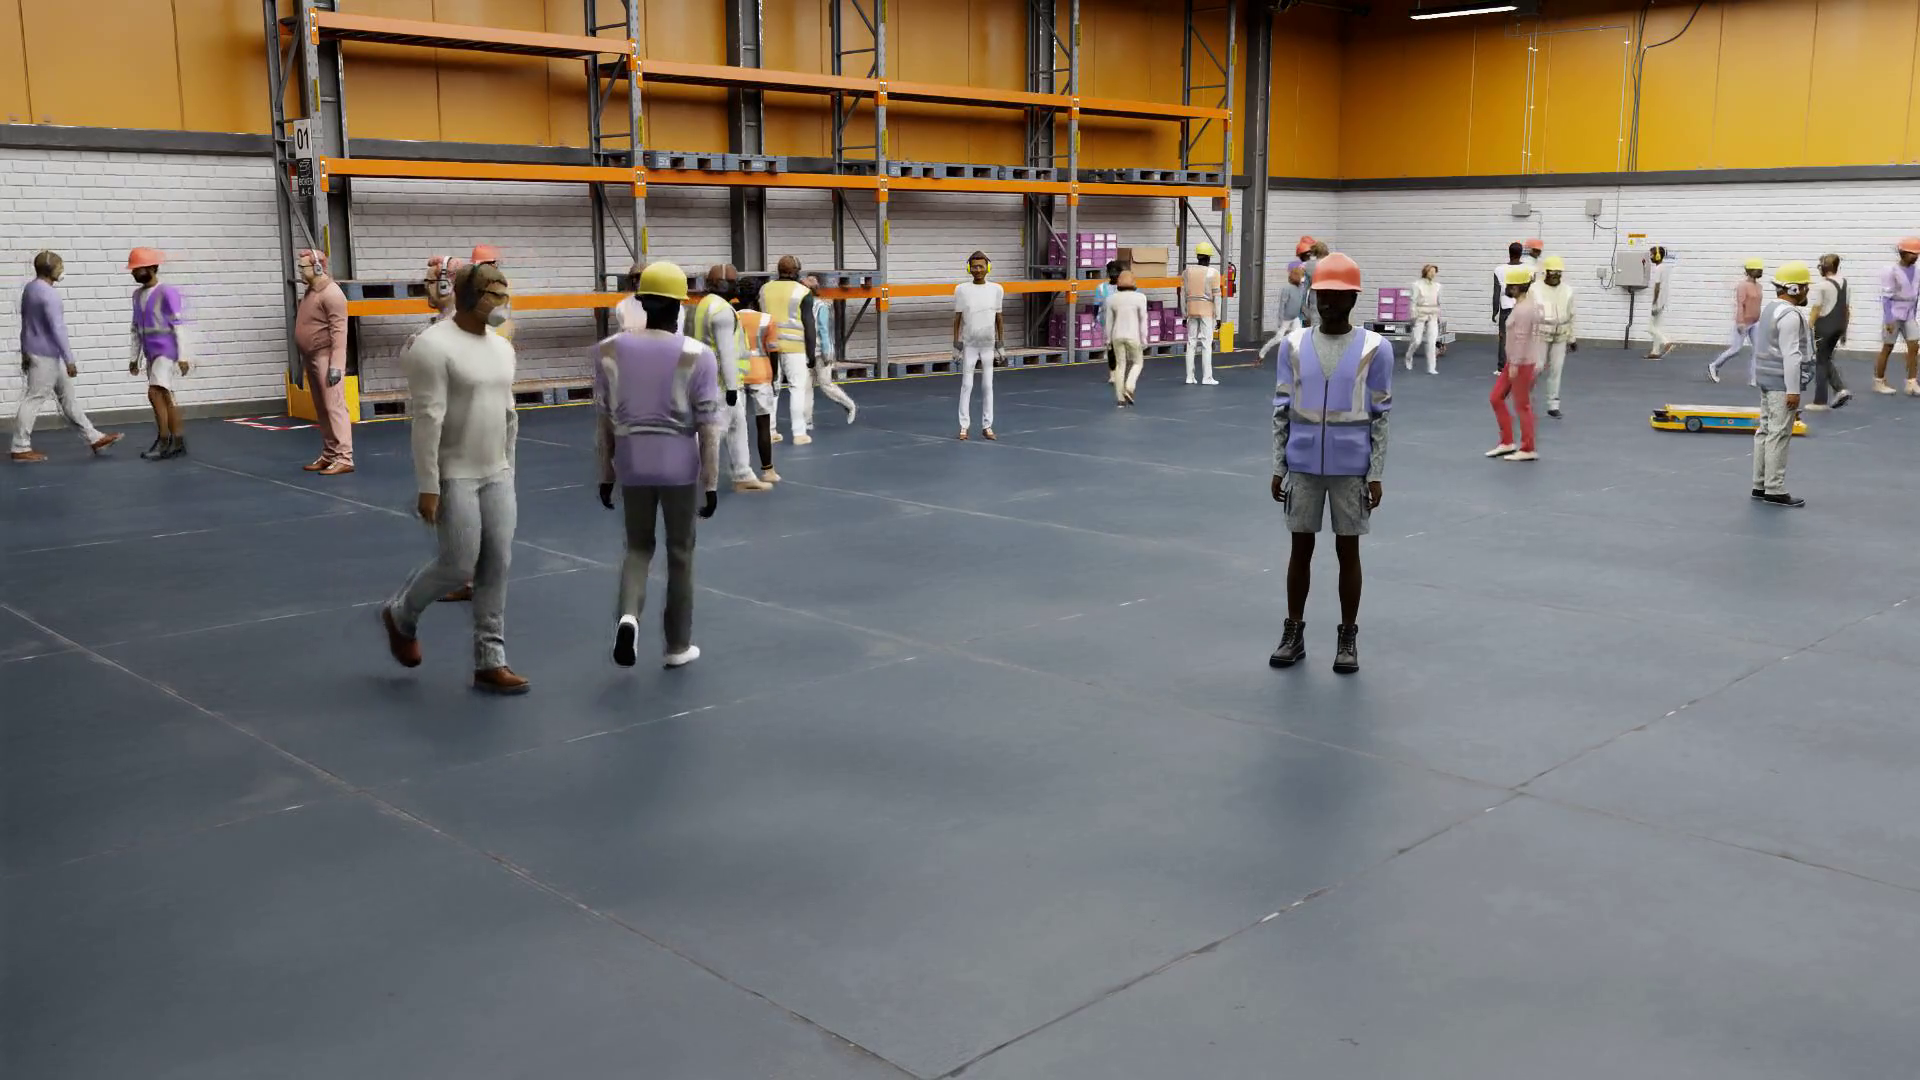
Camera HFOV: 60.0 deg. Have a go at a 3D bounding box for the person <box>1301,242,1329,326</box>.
[{"bbox_3d":[5.656,-3.711,26.101,0.651,1.925,0.603,3,11,13],"label":"person"}]

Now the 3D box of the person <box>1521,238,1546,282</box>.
[{"bbox_3d":[9.848,-4.201,28.655,0.638,1.963,0.516,-7,12,-32],"label":"person"}]

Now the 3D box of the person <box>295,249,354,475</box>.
[{"bbox_3d":[-5.425,-1.505,14.125,0.403,1.904,0.652,-8,13,-39],"label":"person"}]

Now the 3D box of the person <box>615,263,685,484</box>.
[{"bbox_3d":[-2.561,-1.401,13.846,0.636,1.808,0.902,2,11,10],"label":"person"}]

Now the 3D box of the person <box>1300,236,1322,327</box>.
[{"bbox_3d":[6.473,-4.553,30.452,0.642,2.016,0.615,2,11,9],"label":"person"}]

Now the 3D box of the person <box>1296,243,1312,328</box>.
[{"bbox_3d":[5.883,-4.022,27.850,0.608,1.908,0.613,-4,11,-20],"label":"person"}]

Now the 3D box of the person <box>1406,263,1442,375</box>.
[{"bbox_3d":[6.817,-3.250,24.420,0.526,1.616,0.638,-1,10,-8],"label":"person"}]

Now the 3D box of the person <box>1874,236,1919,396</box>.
[{"bbox_3d":[11.865,-2.789,20.841,0.648,2.002,0.872,-3,11,-16],"label":"person"}]

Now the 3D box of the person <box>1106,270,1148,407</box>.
[{"bbox_3d":[1.967,-2.367,19.594,0.516,1.617,0.344,4,11,22],"label":"person"}]

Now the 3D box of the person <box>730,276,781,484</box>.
[{"bbox_3d":[-1.715,-1.290,13.515,0.536,1.696,0.322,2,11,10],"label":"person"}]

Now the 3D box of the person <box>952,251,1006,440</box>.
[{"bbox_3d":[0.188,-1.918,16.475,0.534,1.868,0.309,-1,10,-6],"label":"person"}]

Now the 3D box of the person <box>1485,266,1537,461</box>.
[{"bbox_3d":[4.943,-1.576,14.912,0.557,1.743,0.560,2,11,12],"label":"person"}]

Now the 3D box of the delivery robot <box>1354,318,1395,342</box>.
[{"bbox_3d":[7.300,-3.667,29.336,0.707,0.478,0.477,2,10,9],"label":"delivery robot"}]

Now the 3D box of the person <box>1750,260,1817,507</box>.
[{"bbox_3d":[6.196,-1.173,12.501,0.404,1.836,0.590,2,11,9],"label":"person"}]

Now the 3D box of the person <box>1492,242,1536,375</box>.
[{"bbox_3d":[7.965,-3.316,23.956,0.592,1.922,0.392,1,10,8],"label":"person"}]

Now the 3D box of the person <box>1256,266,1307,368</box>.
[{"bbox_3d":[4.861,-3.323,24.927,0.521,1.582,0.849,-9,14,-40],"label":"person"}]

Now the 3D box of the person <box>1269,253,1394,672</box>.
[{"bbox_3d":[1.711,-0.352,7.733,0.545,1.942,0.354,4,11,22],"label":"person"}]

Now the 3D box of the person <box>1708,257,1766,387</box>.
[{"bbox_3d":[10.536,-2.931,22.353,0.528,1.746,0.781,-6,12,-28],"label":"person"}]

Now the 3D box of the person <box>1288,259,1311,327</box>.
[{"bbox_3d":[6.332,-4.529,30.781,0.588,1.843,0.417,6,12,28],"label":"person"}]

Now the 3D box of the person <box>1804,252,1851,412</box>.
[{"bbox_3d":[9.948,-2.376,19.086,0.547,1.827,0.415,-5,12,-25],"label":"person"}]

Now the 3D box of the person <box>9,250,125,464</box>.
[{"bbox_3d":[-8.132,-1.650,14.982,1.035,1.876,0.643,-9,14,-41],"label":"person"}]

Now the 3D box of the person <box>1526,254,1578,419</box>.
[{"bbox_3d":[6.544,-2.266,18.509,0.617,1.817,0.598,-1,10,-5],"label":"person"}]

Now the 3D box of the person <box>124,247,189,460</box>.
[{"bbox_3d":[-7.295,-1.667,14.970,0.566,1.912,0.669,6,12,29],"label":"person"}]

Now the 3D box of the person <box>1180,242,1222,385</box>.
[{"bbox_3d":[3.273,-3.057,22.524,0.595,1.925,0.370,7,13,34],"label":"person"}]

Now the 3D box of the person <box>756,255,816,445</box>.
[{"bbox_3d":[-1.681,-1.843,16.183,0.628,1.834,0.432,5,11,25],"label":"person"}]

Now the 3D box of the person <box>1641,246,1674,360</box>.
[{"bbox_3d":[11.340,-3.833,26.965,0.471,1.848,0.545,7,13,35],"label":"person"}]

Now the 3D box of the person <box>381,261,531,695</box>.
[{"bbox_3d":[-2.243,-0.274,7.387,0.697,1.916,0.659,5,12,25],"label":"person"}]

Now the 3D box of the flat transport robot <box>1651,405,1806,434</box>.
[{"bbox_3d":[7.956,-1.264,17.263,1.431,0.197,0.652,4,11,20],"label":"flat transport robot"}]

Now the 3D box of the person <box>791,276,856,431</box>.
[{"bbox_3d":[-1.429,-1.937,17.298,0.697,1.616,0.525,-8,13,-37],"label":"person"}]

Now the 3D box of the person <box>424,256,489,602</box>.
[{"bbox_3d":[-2.816,-0.617,9.276,0.407,1.908,0.641,-1,10,-7],"label":"person"}]

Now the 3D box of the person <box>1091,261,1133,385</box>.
[{"bbox_3d":[2.034,-2.919,22.463,0.547,1.666,0.751,5,12,26],"label":"person"}]

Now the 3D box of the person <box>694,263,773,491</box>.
[{"bbox_3d":[-1.915,-1.233,12.911,0.867,1.816,0.634,-4,11,-19],"label":"person"}]

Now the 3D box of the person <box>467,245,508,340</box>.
[{"bbox_3d":[-4.955,-2.124,17.447,0.422,1.920,0.551,-1,10,-4],"label":"person"}]

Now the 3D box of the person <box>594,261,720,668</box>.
[{"bbox_3d":[-1.397,-0.320,7.652,0.600,1.907,0.539,2,10,8],"label":"person"}]
